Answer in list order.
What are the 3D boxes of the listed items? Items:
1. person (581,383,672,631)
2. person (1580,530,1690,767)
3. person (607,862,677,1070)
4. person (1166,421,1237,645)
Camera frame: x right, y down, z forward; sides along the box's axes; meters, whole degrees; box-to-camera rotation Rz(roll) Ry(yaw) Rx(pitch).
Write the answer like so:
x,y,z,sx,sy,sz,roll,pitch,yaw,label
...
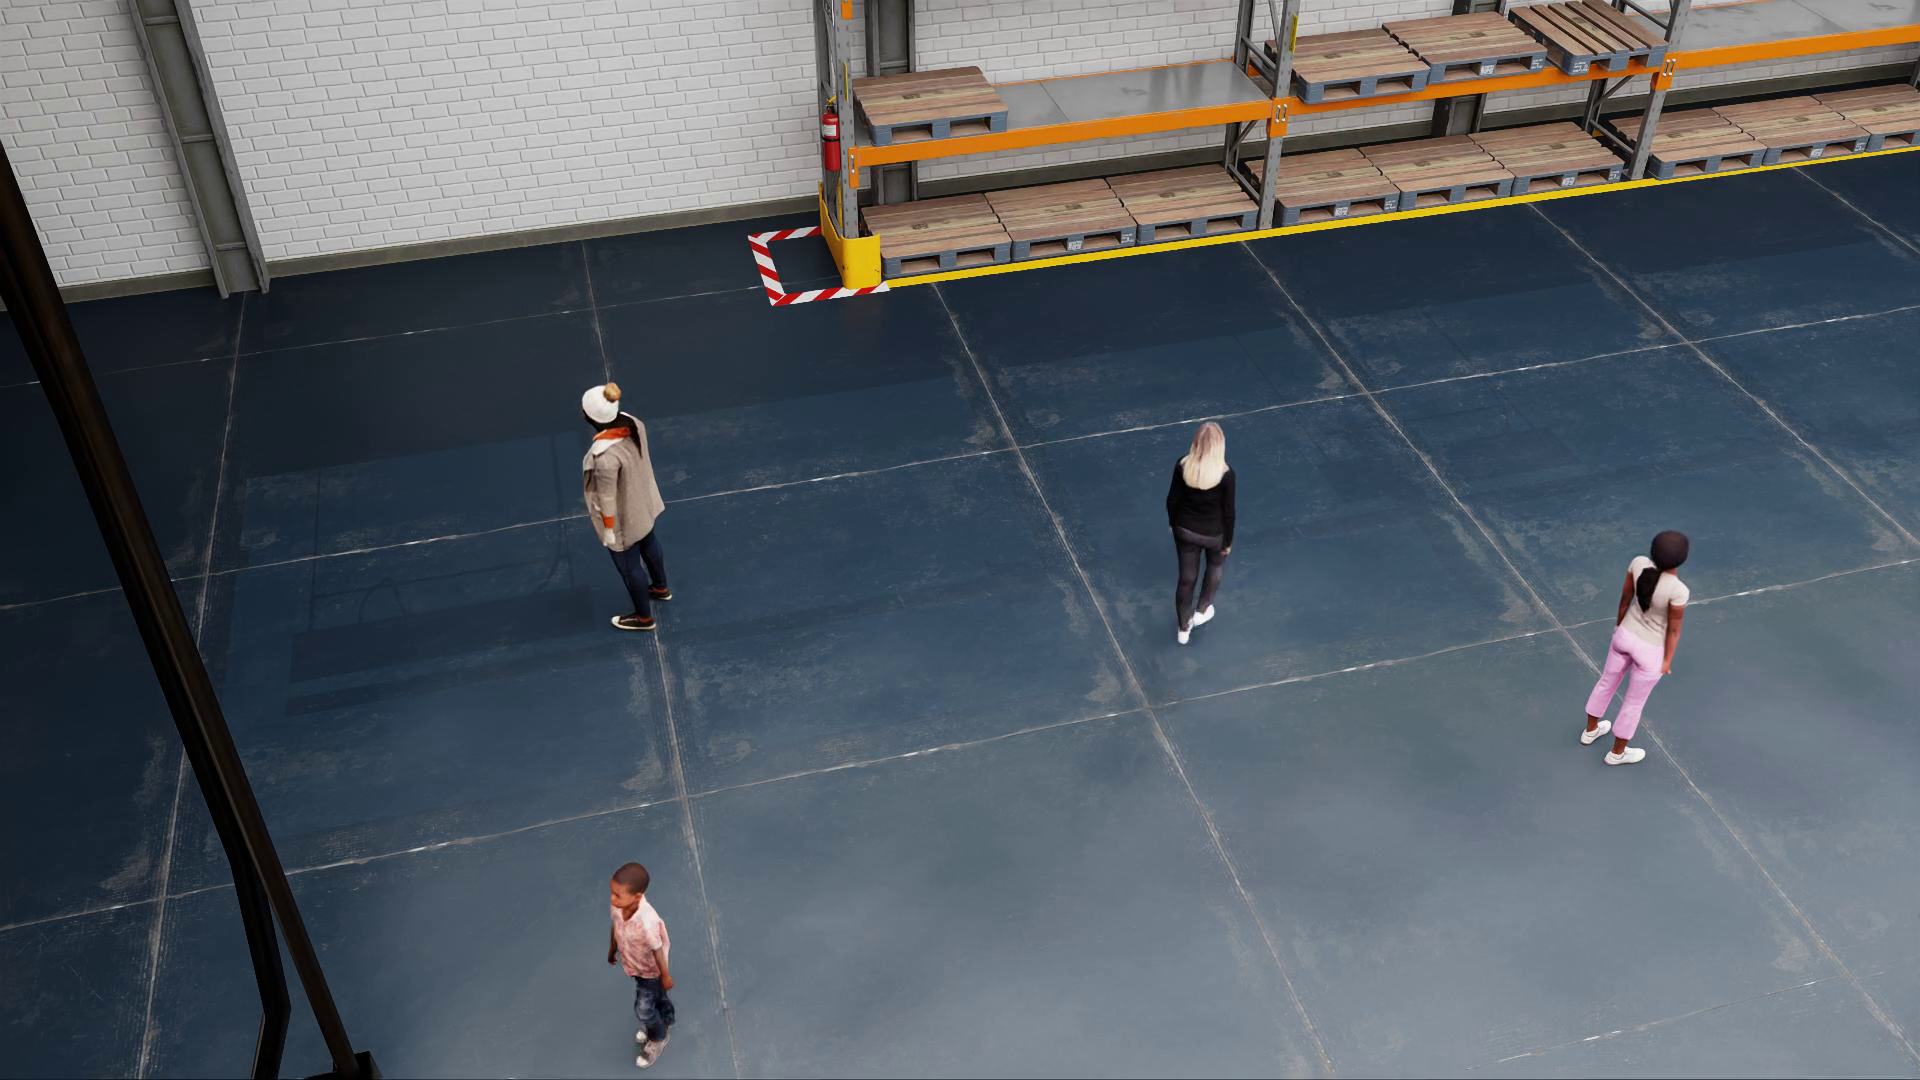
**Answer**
x,y,z,sx,sy,sz,roll,pitch,yaw,label
-2.180,-0.248,10.910,0.828,1.890,0.800,8,39,10,person
4.062,0.627,9.937,0.591,1.737,0.617,-19,42,-22,person
-1.550,2.091,8.452,0.674,1.302,0.636,-30,48,-32,person
1.529,0.015,10.755,0.748,1.673,0.823,15,41,17,person
